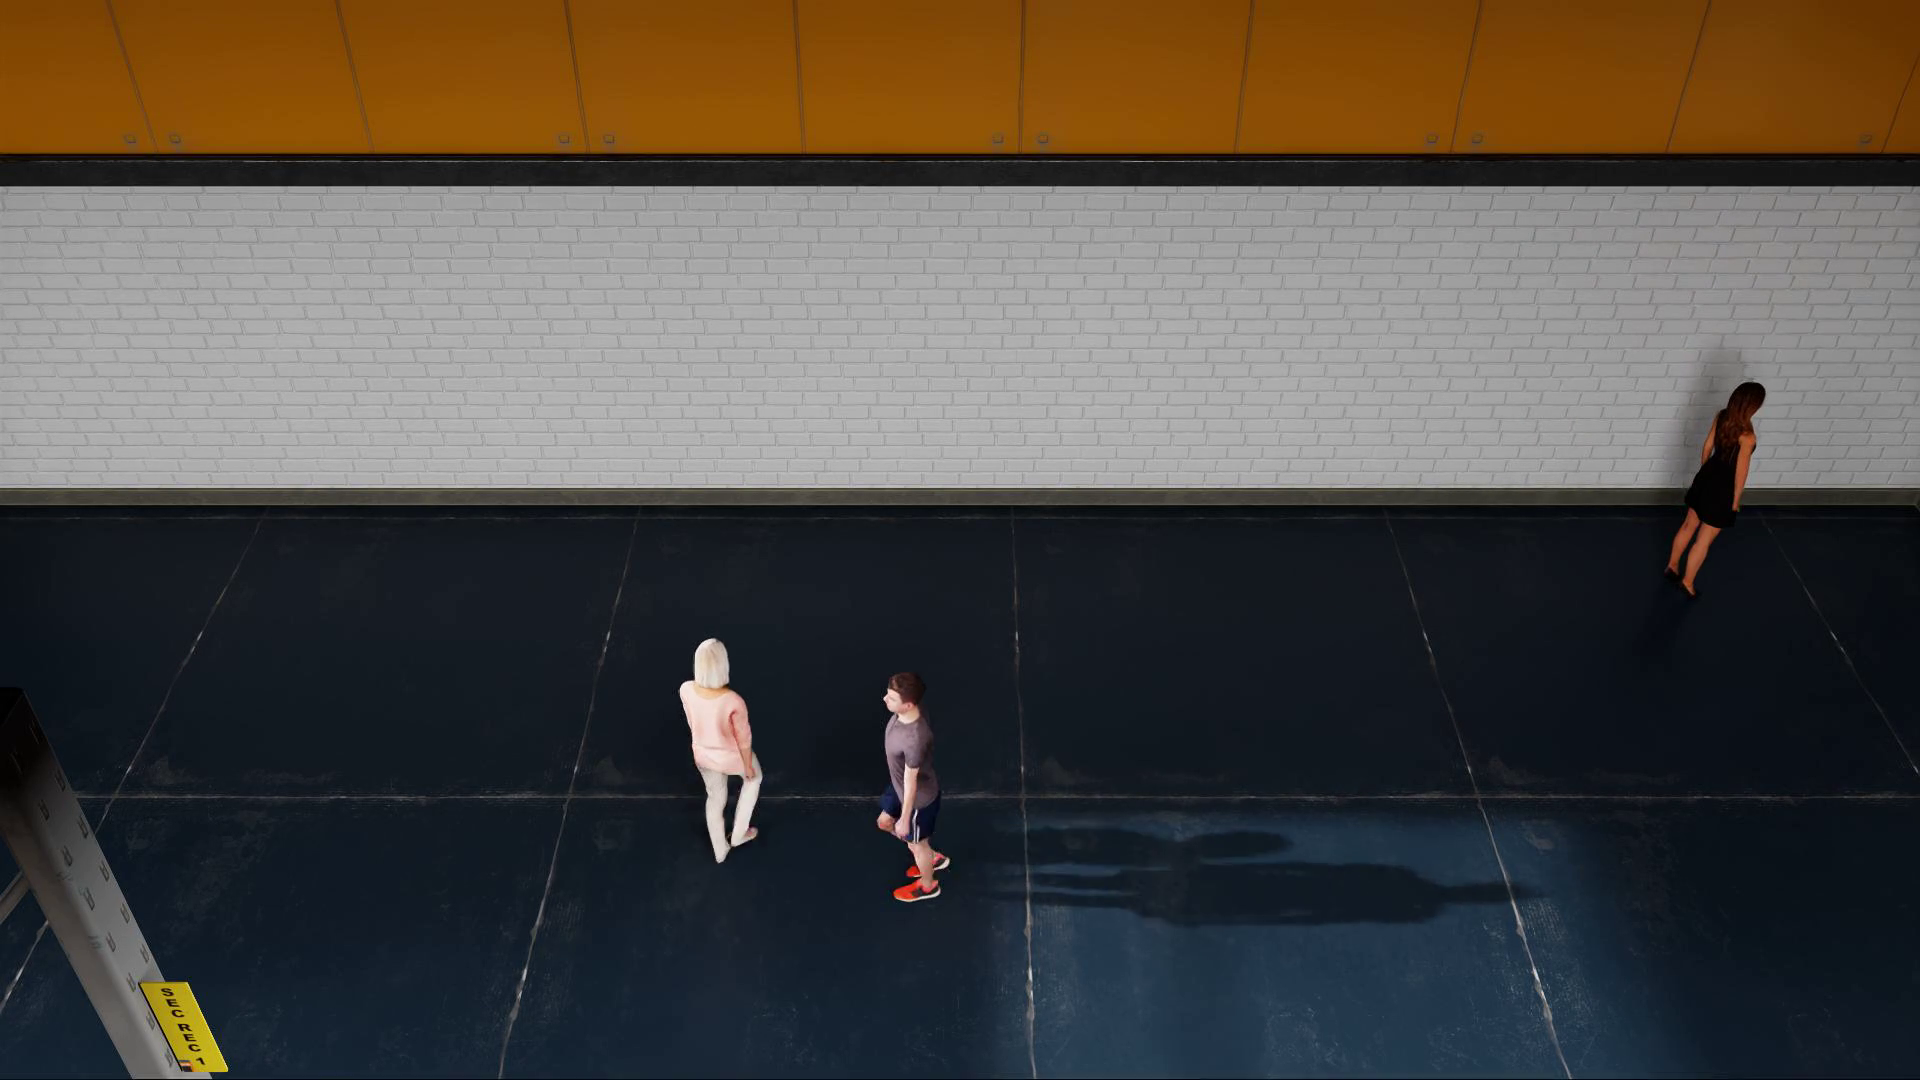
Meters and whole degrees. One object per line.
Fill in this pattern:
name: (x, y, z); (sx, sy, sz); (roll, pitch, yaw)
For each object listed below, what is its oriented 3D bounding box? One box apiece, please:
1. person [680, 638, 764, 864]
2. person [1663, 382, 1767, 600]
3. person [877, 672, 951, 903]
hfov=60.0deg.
person: (-1.476, 1.341, 10.033); (0.708, 1.712, 0.729); (12, 40, 15)
person: (5.475, -0.360, 12.066); (0.693, 1.834, 0.548); (-9, 40, -12)
person: (-0.188, 1.467, 9.771); (0.774, 1.841, 0.670); (-8, 39, -9)
